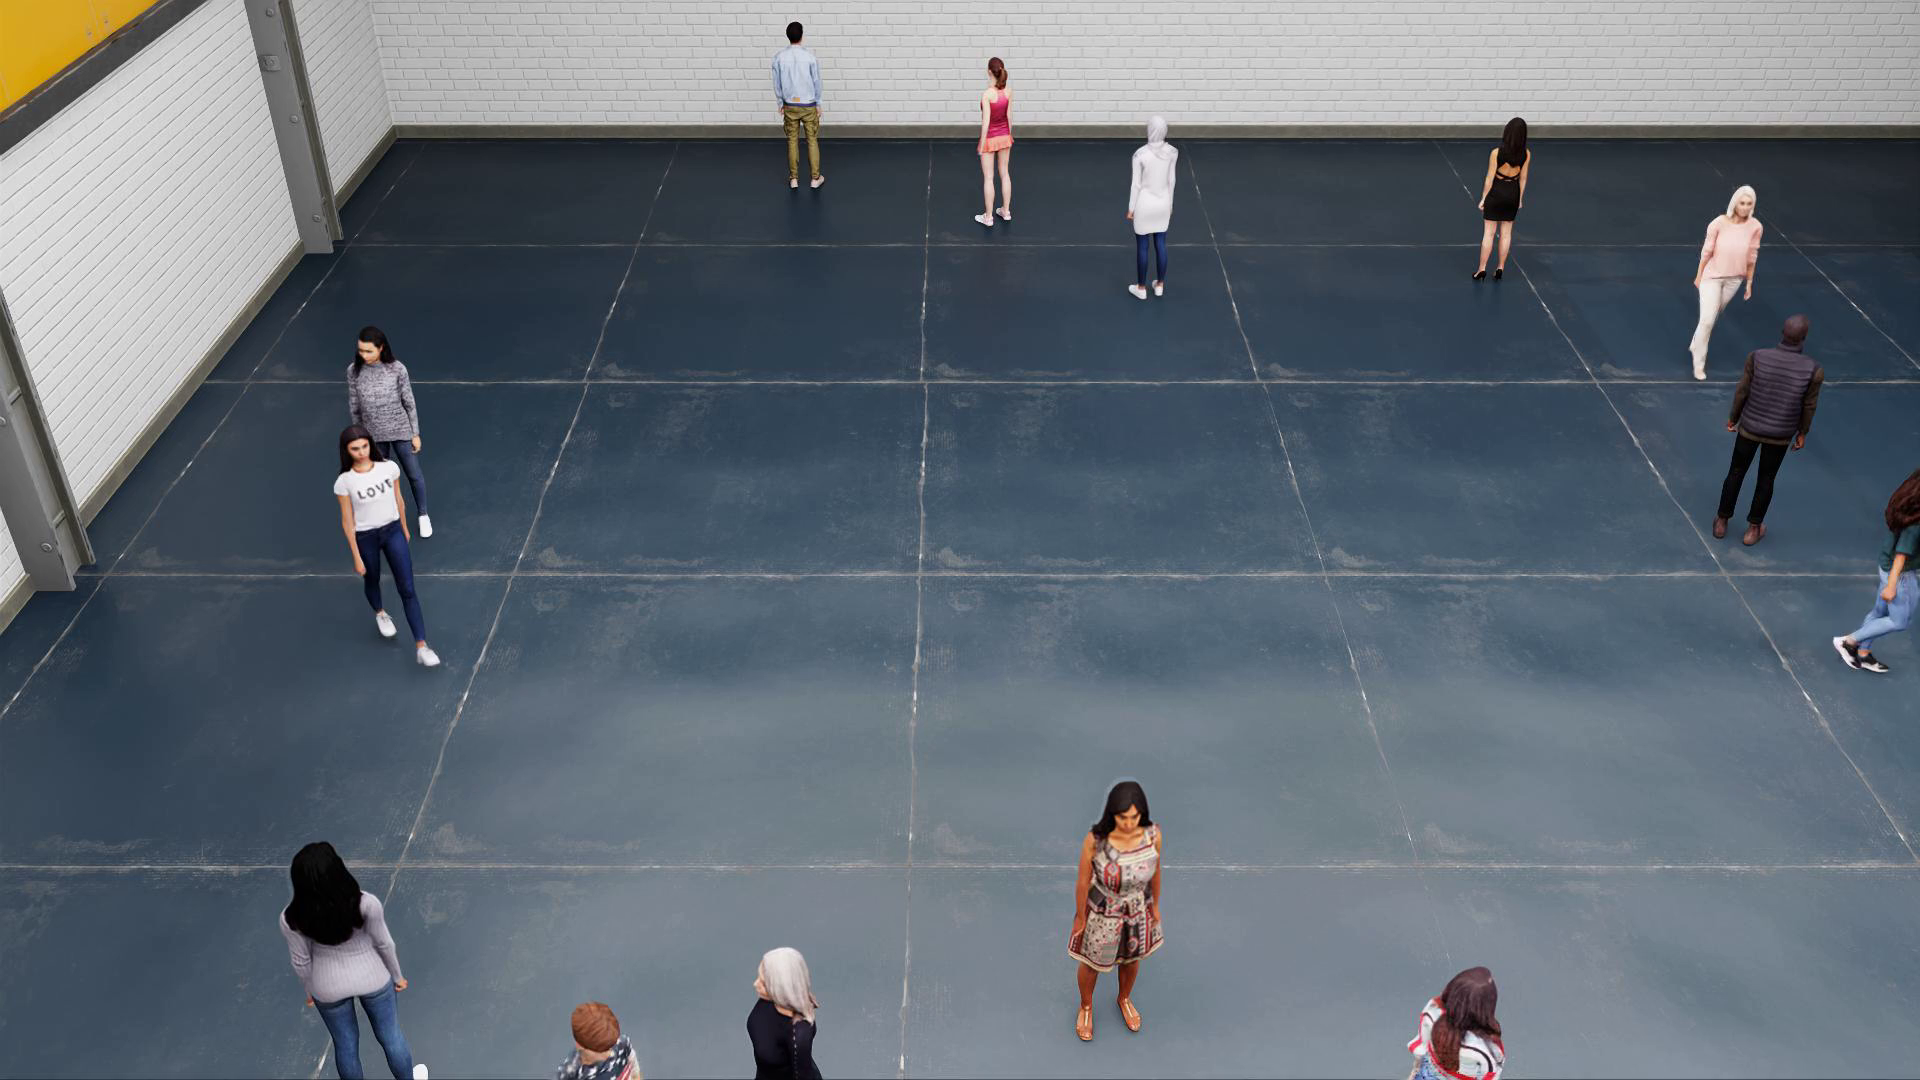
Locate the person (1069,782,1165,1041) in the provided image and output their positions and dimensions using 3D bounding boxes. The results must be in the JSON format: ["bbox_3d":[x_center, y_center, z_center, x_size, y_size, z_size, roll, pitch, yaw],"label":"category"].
[{"bbox_3d":[0.800,1.850,8.387,0.692,1.644,0.597,-6,34,-10],"label":"person"}]

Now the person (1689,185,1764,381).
[{"bbox_3d":[6.684,-2.328,14.626,0.620,1.694,0.970,1,34,2],"label":"person"}]

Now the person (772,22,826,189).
[{"bbox_3d":[-1.746,-4.741,18.151,0.683,1.812,0.570,2,34,3],"label":"person"}]

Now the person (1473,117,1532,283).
[{"bbox_3d":[5.255,-3.282,16.102,0.554,1.650,0.469,1,34,1],"label":"person"}]

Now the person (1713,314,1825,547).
[{"bbox_3d":[5.921,-0.817,12.228,0.779,1.835,0.772,19,38,26],"label":"person"}]

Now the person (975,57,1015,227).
[{"bbox_3d":[0.368,-4.163,17.335,0.665,1.753,0.710,-22,40,-30],"label":"person"}]

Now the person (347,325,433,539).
[{"bbox_3d":[-4.223,-0.804,12.299,0.639,1.734,0.562,-4,34,-6],"label":"person"}]

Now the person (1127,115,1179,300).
[{"bbox_3d":[1.825,-3.156,15.800,0.663,1.775,0.627,-9,35,-13],"label":"person"}]

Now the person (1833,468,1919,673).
[{"bbox_3d":[6.090,0.177,10.936,0.778,1.609,0.701,17,37,24],"label":"person"}]

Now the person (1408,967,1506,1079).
[{"bbox_3d":[2.122,2.530,7.410,1.025,1.592,0.985,-27,42,-34],"label":"person"}]

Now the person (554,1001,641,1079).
[{"bbox_3d":[-1.631,2.540,7.561,0.708,1.410,0.787,-16,37,-22],"label":"person"}]

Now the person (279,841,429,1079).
[{"bbox_3d":[-2.896,2.112,7.911,0.661,1.736,0.608,-8,35,-12],"label":"person"}]

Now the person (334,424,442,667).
[{"bbox_3d":[-3.922,-0.007,11.110,1.035,1.722,1.183,-23,40,-30],"label":"person"}]

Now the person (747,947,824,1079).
[{"bbox_3d":[-0.765,2.445,7.399,0.746,1.747,0.640,-15,36,-21],"label":"person"}]
